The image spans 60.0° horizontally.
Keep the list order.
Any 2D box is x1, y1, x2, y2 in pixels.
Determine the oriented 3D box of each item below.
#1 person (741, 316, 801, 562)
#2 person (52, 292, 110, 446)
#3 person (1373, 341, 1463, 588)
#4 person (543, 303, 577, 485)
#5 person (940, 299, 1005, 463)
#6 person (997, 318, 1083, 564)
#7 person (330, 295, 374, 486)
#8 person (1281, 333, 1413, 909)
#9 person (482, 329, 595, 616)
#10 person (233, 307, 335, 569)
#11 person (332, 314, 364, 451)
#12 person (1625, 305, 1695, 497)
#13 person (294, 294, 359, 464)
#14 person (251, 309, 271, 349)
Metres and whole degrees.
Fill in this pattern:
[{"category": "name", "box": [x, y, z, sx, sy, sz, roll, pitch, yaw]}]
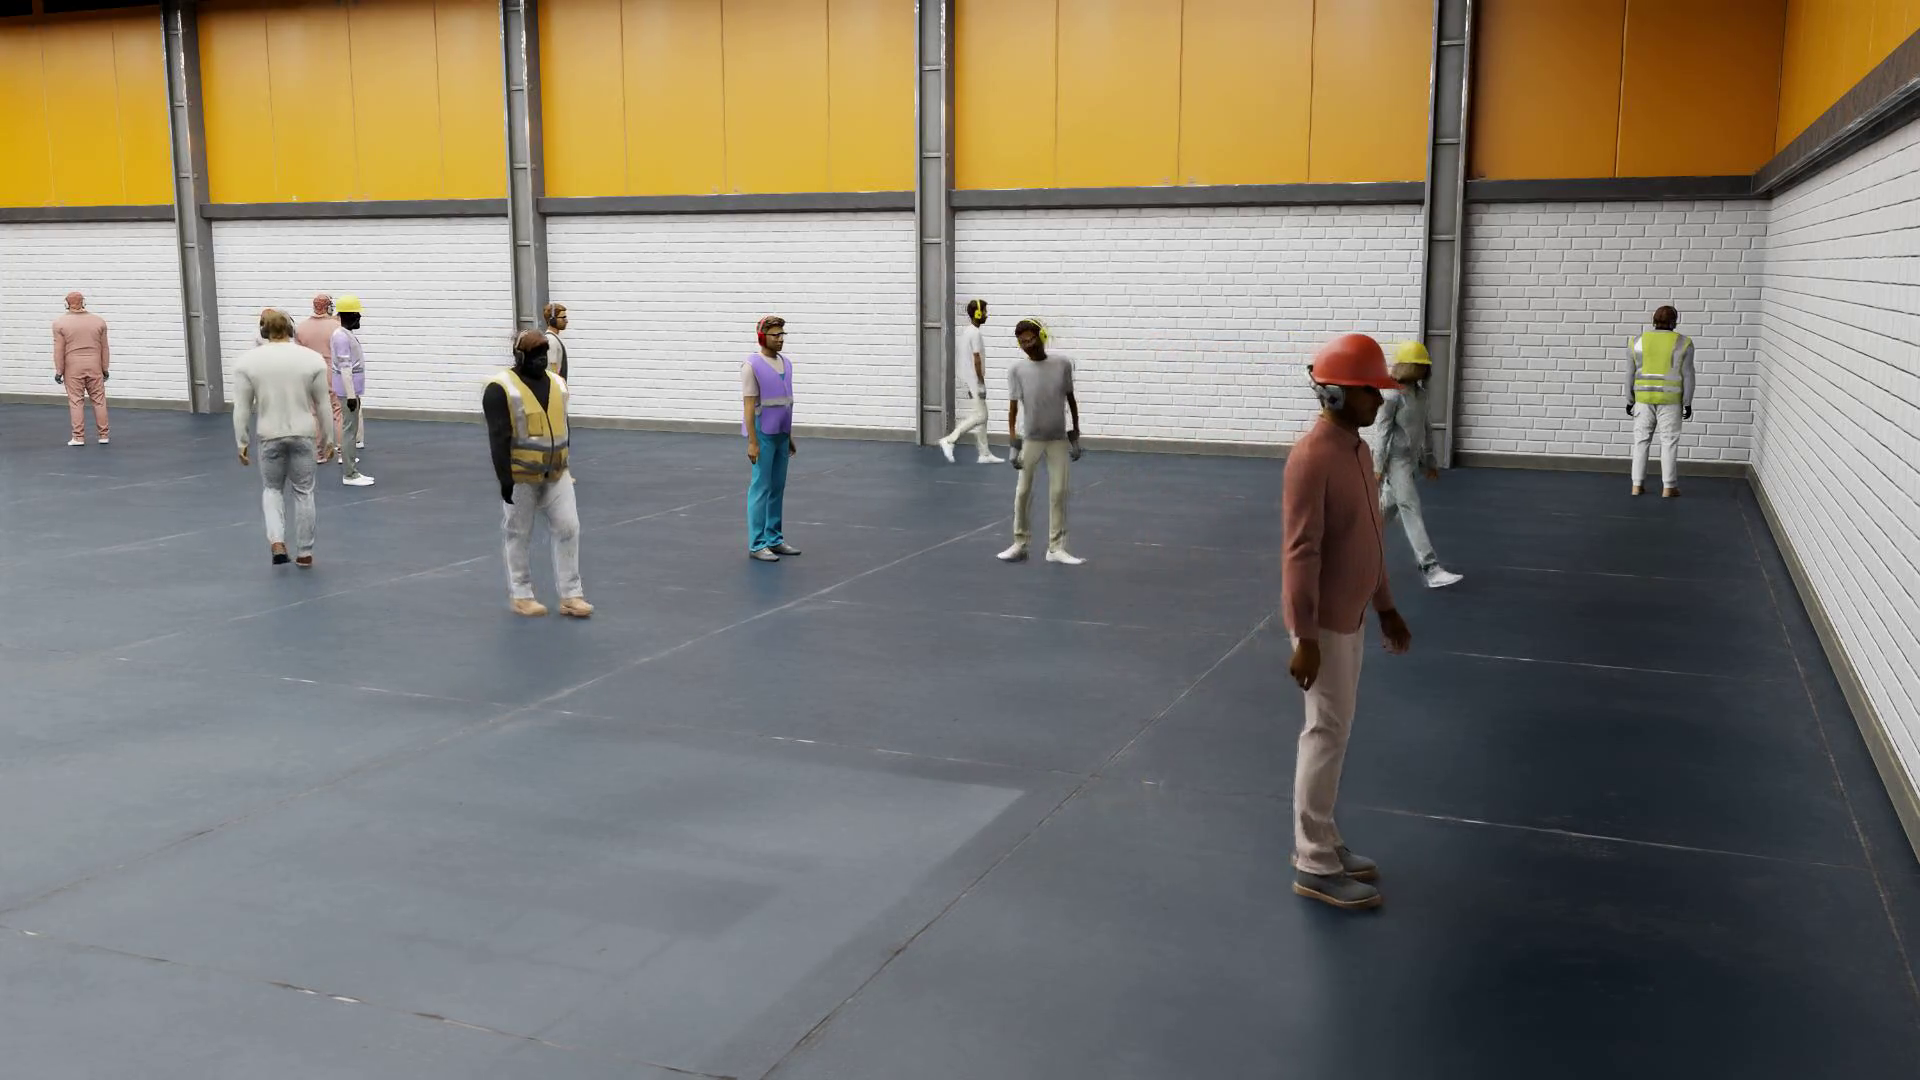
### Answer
[{"category": "person", "box": [-1.451, -0.771, 12.599, 0.375, 1.843, 0.575, 5, 10, 25]}, {"category": "person", "box": [-10.855, -2.110, 20.553, 0.639, 1.902, 0.407, -9, 13, -44]}, {"category": "person", "box": [3.134, -0.530, 11.573, 0.891, 1.687, 0.506, 9, 13, 44]}, {"category": "person", "box": [-4.099, -1.469, 16.837, 0.342, 1.845, 0.506, -3, 10, -17]}, {"category": "person", "box": [0.149, -1.754, 18.548, 0.698, 1.849, 0.562, -1, 9, -5]}, {"category": "person", "box": [0.603, -0.724, 12.373, 0.647, 1.839, 0.362, -1, 9, -7]}, {"category": "person", "box": [-6.161, -1.513, 16.849, 0.374, 1.925, 0.596, -3, 10, -18]}, {"category": "person", "box": [1.338, 0.266, 5.879, 0.419, 1.991, 0.624, 5, 11, 27]}, {"category": "person", "box": [-2.607, -0.396, 10.396, 0.745, 1.818, 0.649, 9, 13, 43]}, {"category": "person", "box": [-4.927, -0.734, 12.158, 0.666, 1.918, 0.424, -3, 10, -19]}, {"category": "person", "box": [-7.377, -1.884, 19.970, 0.307, 1.639, 0.525, 3, 10, 15]}, {"category": "person", "box": [6.744, -1.332, 16.046, 0.637, 1.838, 0.429, 7, 11, 35]}, {"category": "person", "box": [-7.062, -1.791, 18.599, 0.651, 1.907, 0.409, 1, 9, 4]}, {"category": "person", "box": [-9.433, -2.351, 22.821, 0.498, 1.633, 0.285, -3, 10, -20]}]
